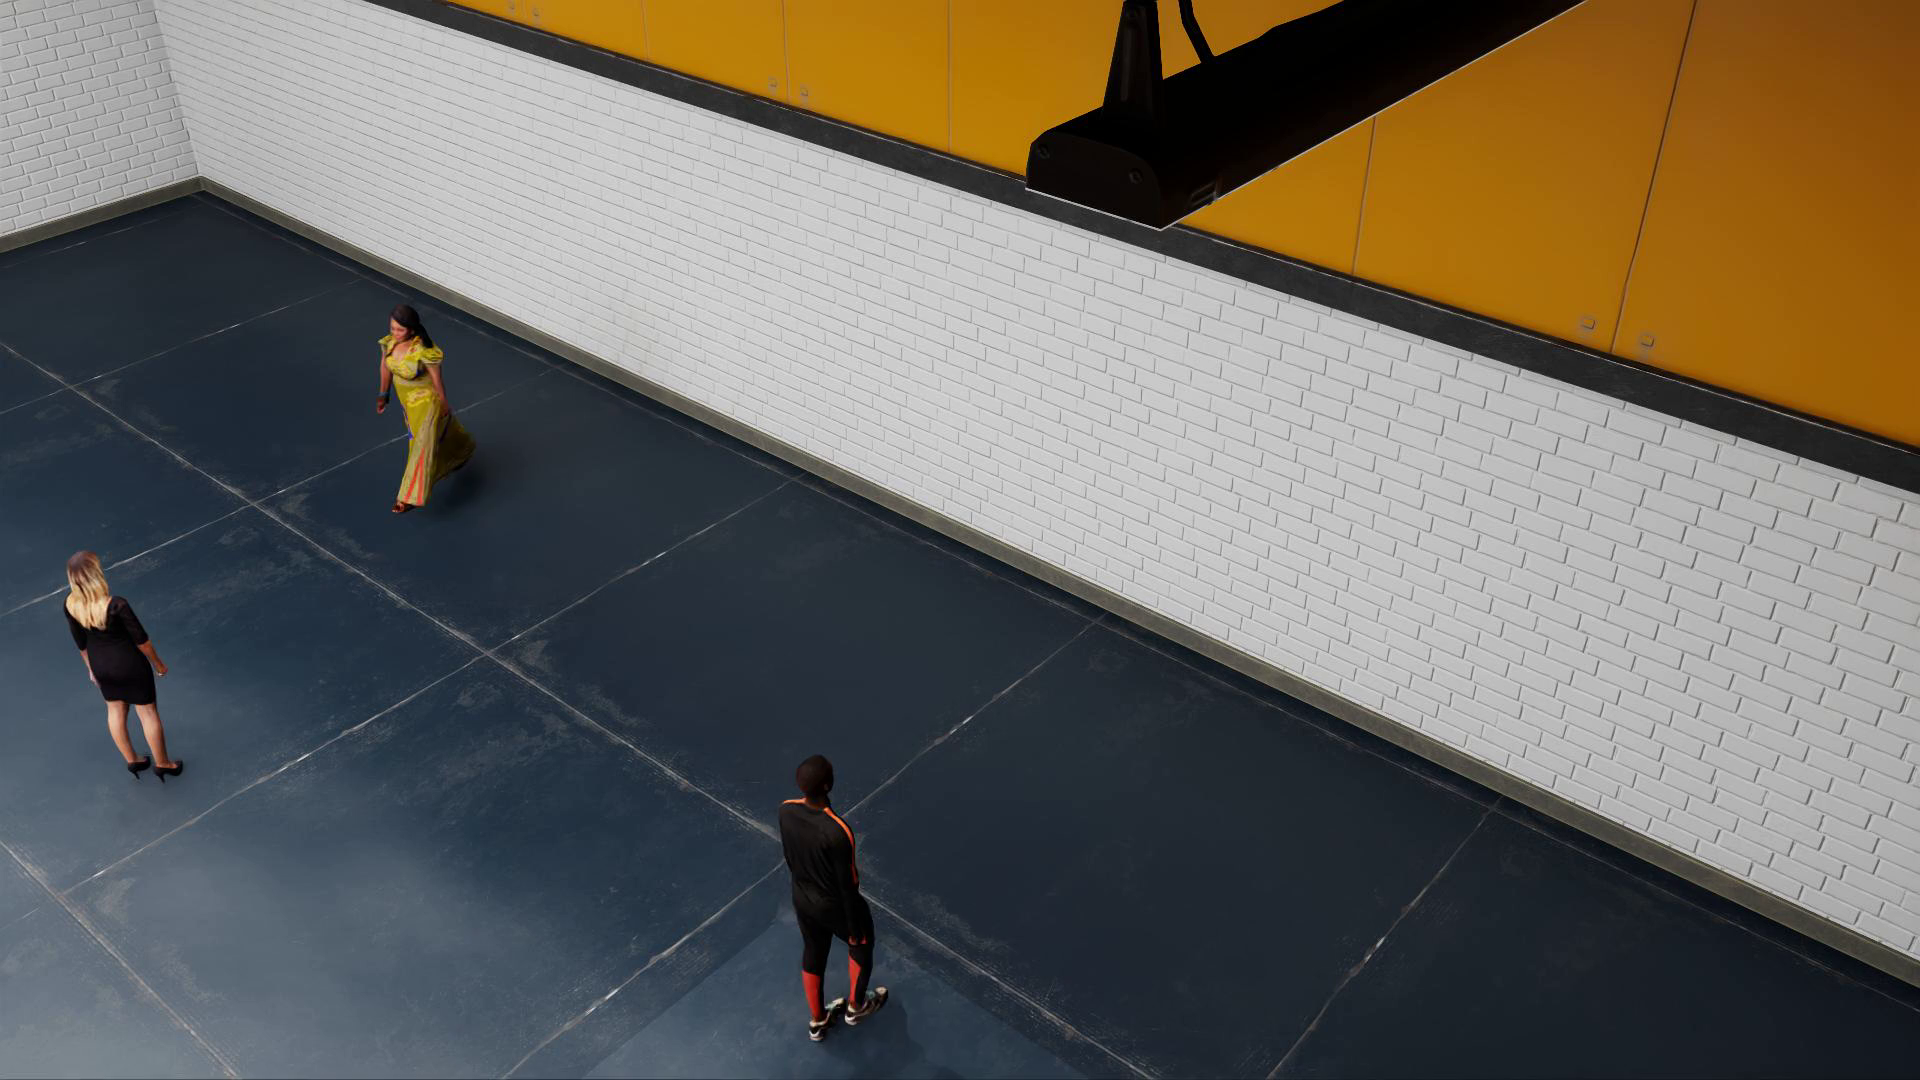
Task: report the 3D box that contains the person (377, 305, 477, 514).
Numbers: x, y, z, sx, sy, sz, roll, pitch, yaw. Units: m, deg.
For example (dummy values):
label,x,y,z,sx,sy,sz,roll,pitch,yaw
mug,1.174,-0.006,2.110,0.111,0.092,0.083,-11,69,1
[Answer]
label,x,y,z,sx,sy,sz,roll,pitch,yaw
person,-4.106,-1.098,12.870,0.844,1.599,1.298,19,38,26

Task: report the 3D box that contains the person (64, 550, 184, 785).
label,x,y,z,sx,sy,sz,roll,pitch,yaw
person,-5.029,0.790,9.952,0.634,1.675,0.654,4,34,5

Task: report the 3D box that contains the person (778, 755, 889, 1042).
label,x,y,z,sx,sy,sz,roll,pitch,yaw
person,-0.717,1.841,8.258,0.705,1.801,0.722,20,39,28
